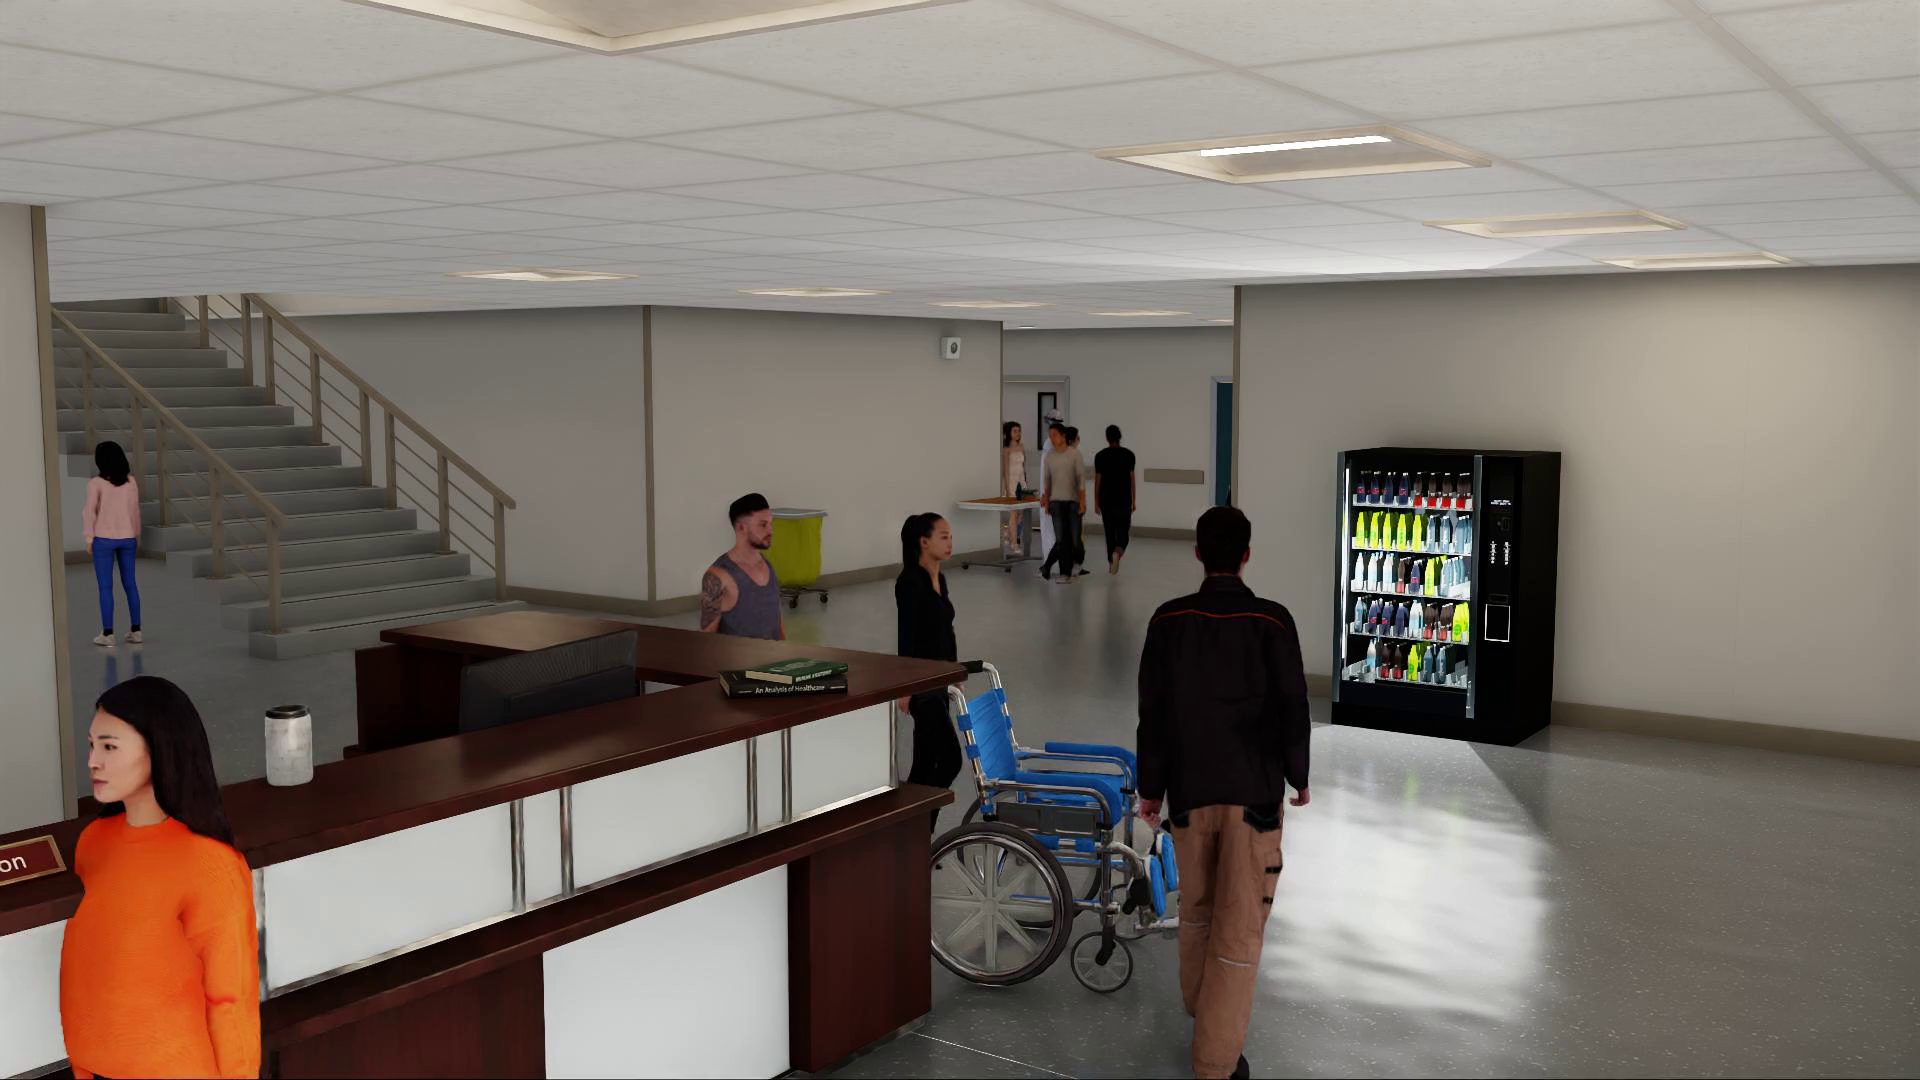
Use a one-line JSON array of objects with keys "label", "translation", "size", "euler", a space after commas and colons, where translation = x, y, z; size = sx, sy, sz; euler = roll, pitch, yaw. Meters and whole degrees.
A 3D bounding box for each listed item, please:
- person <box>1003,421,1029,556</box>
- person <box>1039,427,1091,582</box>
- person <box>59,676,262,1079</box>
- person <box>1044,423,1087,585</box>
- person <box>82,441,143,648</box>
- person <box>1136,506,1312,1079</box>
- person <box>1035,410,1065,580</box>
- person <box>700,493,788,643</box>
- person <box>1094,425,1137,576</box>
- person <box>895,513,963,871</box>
[{"label": "person", "translation": [0.631, -0.660, 21.427], "size": [0.717, 1.718, 0.641], "euler": [5, 8, 42]}, {"label": "person", "translation": [1.147, -0.382, 18.636], "size": [0.921, 1.724, 1.127], "euler": [-5, 8, -42]}, {"label": "person", "translation": [-1.581, 1.142, 3.502], "size": [1.034, 1.720, 0.730], "euler": [4, 7, 33]}, {"label": "person", "translation": [1.220, -0.395, 18.552], "size": [1.092, 1.767, 0.911], "euler": [2, 6, 18]}, {"label": "person", "translation": [-7.322, 0.022, 14.412], "size": [0.539, 1.766, 0.640], "euler": [4, 7, 37]}, {"label": "person", "translation": [0.829, 0.867, 5.352], "size": [0.980, 1.898, 0.864], "euler": [3, 6, 26]}, {"label": "person", "translation": [1.105, -0.533, 19.106], "size": [0.626, 1.931, 0.690], "euler": [4, 7, 33]}, {"label": "person", "translation": [-1.166, 0.683, 8.303], "size": [1.226, 1.804, 0.713], "euler": [3, 7, 29]}, {"label": "person", "translation": [1.767, -0.416, 18.967], "size": [1.084, 1.726, 0.969], "euler": [1, 6, 12]}, {"label": "person", "translation": [-0.227, 0.721, 7.782], "size": [0.679, 1.701, 0.685], "euler": [2, 6, 19]}]
